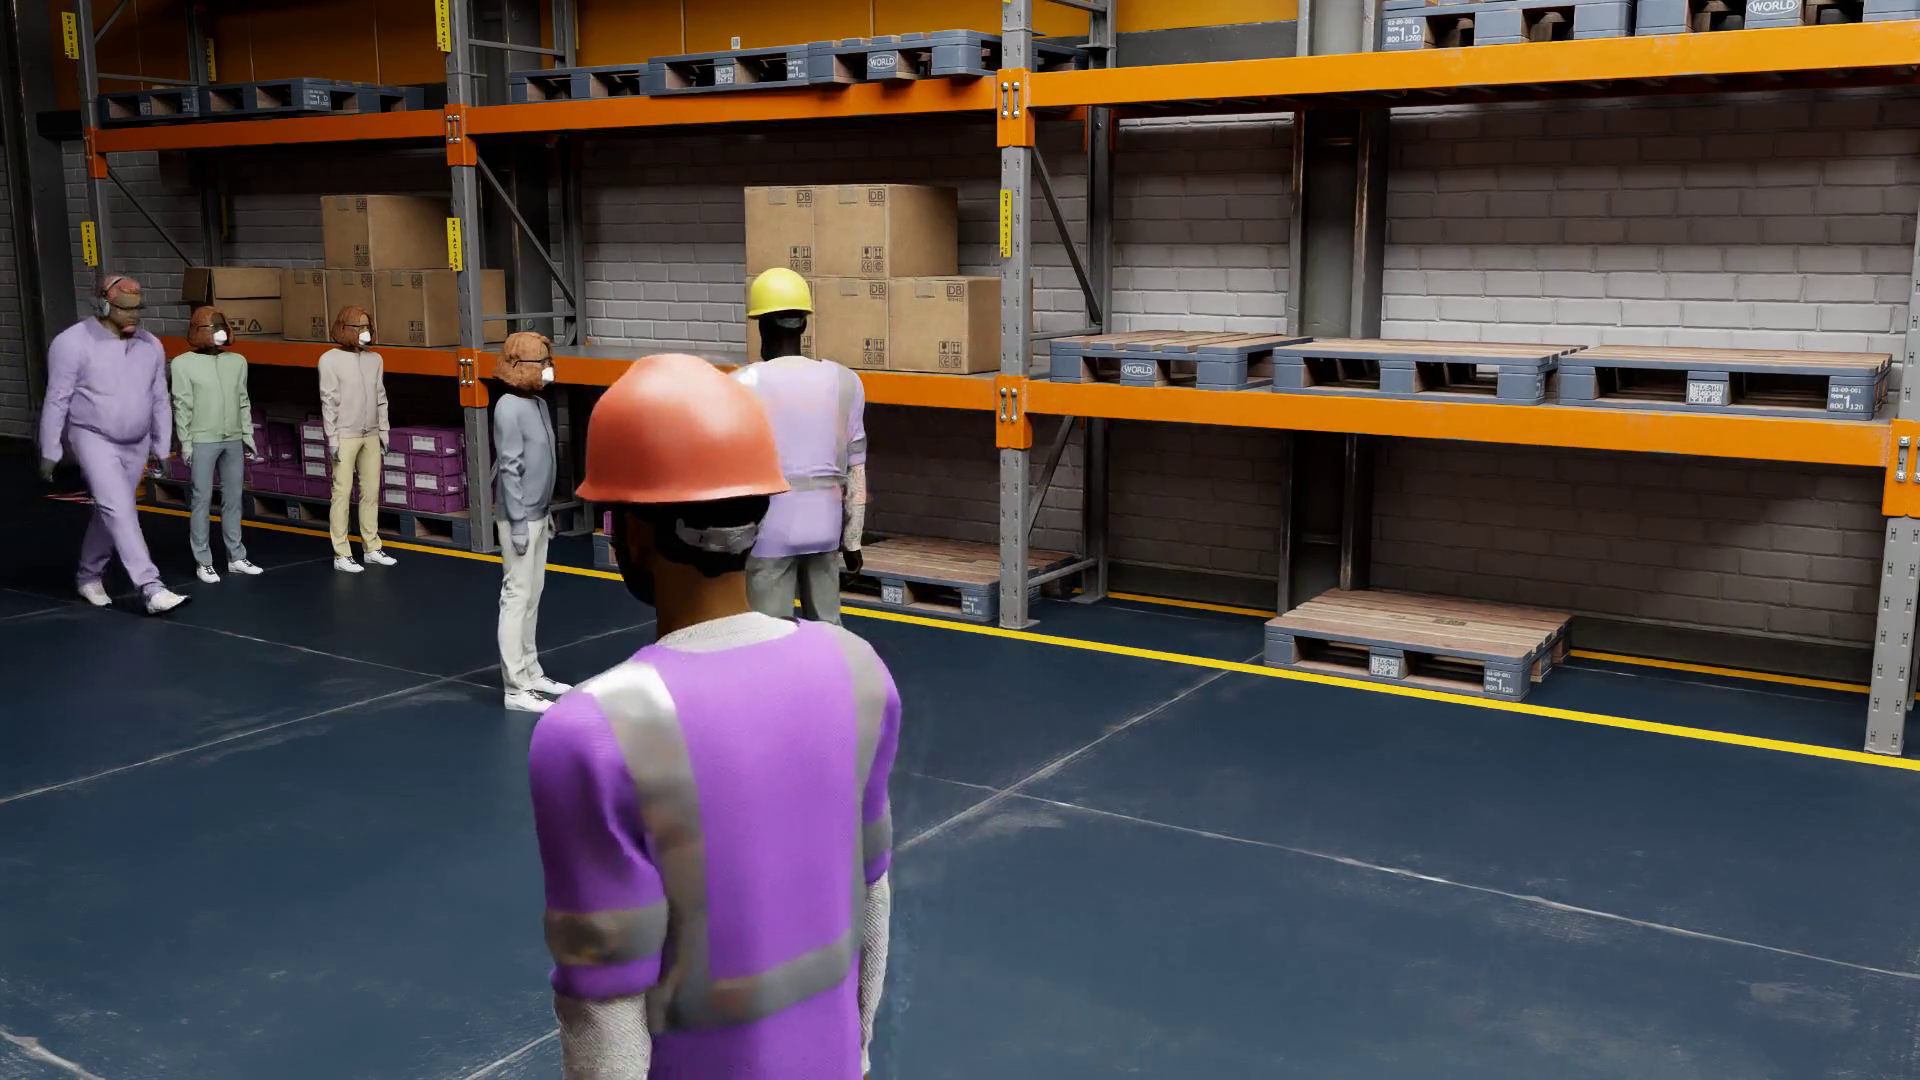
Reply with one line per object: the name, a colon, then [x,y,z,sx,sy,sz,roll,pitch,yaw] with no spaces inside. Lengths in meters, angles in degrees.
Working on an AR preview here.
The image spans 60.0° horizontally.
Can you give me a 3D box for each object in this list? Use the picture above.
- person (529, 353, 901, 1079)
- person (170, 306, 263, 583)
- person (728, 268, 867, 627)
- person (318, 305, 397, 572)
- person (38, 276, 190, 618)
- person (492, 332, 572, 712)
person: [-0.262,0.712,2.116,0.998,1.894,0.563,10,14,43]
person: [-4.433,-0.572,9.927,0.278,1.633,0.502,6,12,30]
person: [-0.621,-0.010,6.008,0.594,1.922,0.387,-6,12,-32]
person: [-3.708,-0.621,10.227,0.277,1.629,0.496,5,12,27]
person: [-4.576,-0.499,8.999,1.040,1.827,0.719,5,11,24]
person: [-1.865,-0.083,7.218,0.286,1.634,0.500,0,10,2]
